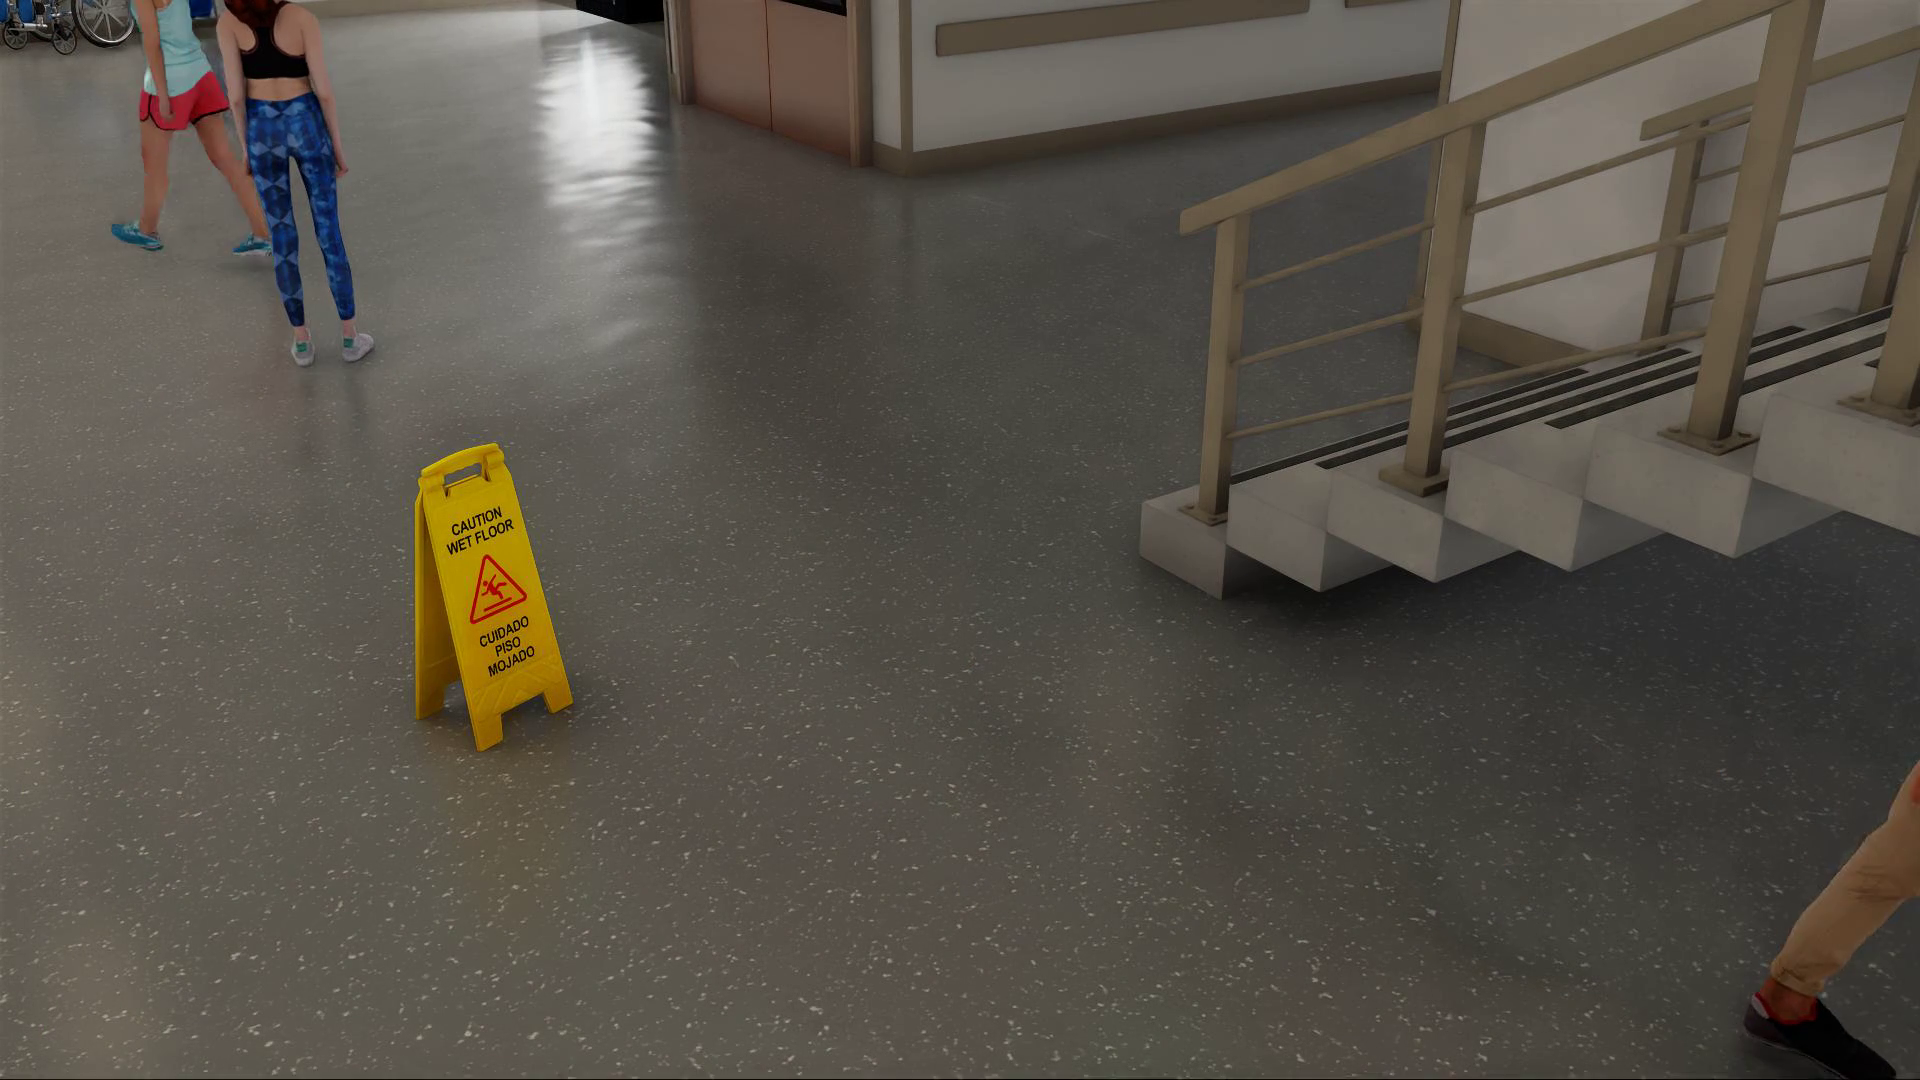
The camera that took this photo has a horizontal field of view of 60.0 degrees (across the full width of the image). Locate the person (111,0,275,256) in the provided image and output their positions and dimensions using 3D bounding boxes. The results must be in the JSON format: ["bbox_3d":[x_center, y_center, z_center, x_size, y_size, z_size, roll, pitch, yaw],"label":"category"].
[{"bbox_3d":[-3.806,-2.209,8.294,1.240,1.709,1.111,7,27,14],"label":"person"}]

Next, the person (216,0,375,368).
[{"bbox_3d":[-2.809,-1.618,6.982,0.645,1.784,0.659,-7,27,-14],"label":"person"}]
